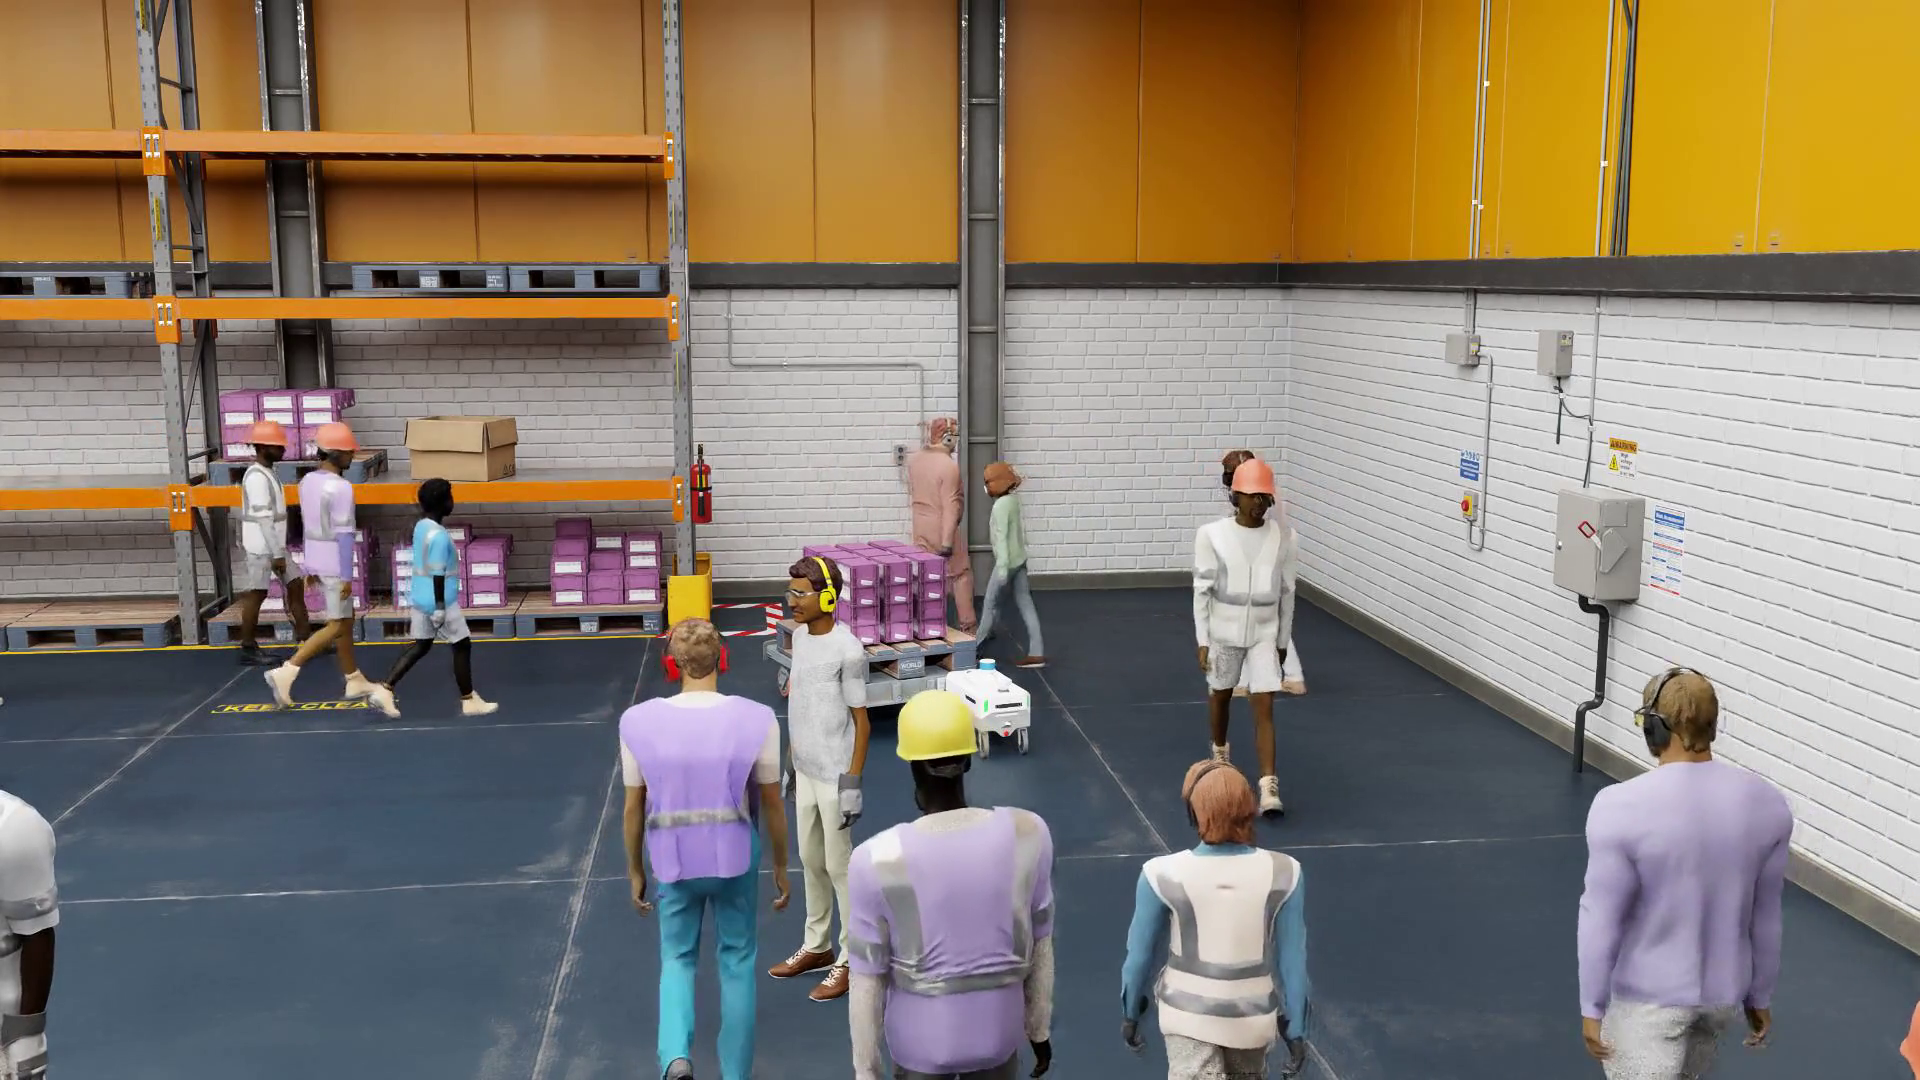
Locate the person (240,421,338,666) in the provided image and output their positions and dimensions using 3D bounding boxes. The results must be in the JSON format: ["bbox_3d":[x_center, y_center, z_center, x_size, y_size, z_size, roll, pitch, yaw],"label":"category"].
[{"bbox_3d":[-5.191,0.036,12.812,0.880,1.901,0.580,-2,9,-10],"label":"person"}]

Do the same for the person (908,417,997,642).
[{"bbox_3d":[-0.072,-0.060,13.486,0.798,1.880,0.642,-7,12,-38],"label":"person"}]

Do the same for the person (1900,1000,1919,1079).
[{"bbox_3d":[1.693,1.615,2.945,0.544,1.913,0.733,1,9,4],"label":"person"}]

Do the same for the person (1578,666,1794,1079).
[{"bbox_3d":[2.105,1.326,4.798,0.629,1.909,0.860,-2,9,-11],"label":"person"}]

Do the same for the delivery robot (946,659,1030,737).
[{"bbox_3d":[0.176,1.007,10.664,0.477,0.478,0.707,-3,10,-21],"label":"delivery robot"}]

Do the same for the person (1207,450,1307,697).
[{"bbox_3d":[2.167,0.252,11.857,0.688,1.793,0.642,3,10,21],"label":"person"}]

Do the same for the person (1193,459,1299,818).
[{"bbox_3d":[1.621,0.534,9.457,0.607,1.995,1.067,0,9,1],"label":"person"}]

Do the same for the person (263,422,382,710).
[{"bbox_3d":[-4.455,0.185,11.582,0.606,2.015,0.879,8,12,42],"label":"person"}]

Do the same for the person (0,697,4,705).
[{"bbox_3d":[-6.959,0.263,11.589,0.336,1.845,0.514,-6,11,-35],"label":"person"}]

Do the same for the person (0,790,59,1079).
[{"bbox_3d":[-2.795,1.319,4.641,0.602,1.958,0.381,3,10,18],"label":"person"}]

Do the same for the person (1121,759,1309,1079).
[{"bbox_3d":[0.756,1.445,4.999,0.529,1.584,0.881,-1,9,-7],"label":"person"}]

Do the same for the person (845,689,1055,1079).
[{"bbox_3d":[-0.010,1.358,4.546,0.605,1.909,0.563,-3,10,-17],"label":"person"}]

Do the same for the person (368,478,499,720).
[{"bbox_3d":[-3.608,0.405,11.250,0.801,1.667,0.528,-6,11,-34],"label":"person"}]

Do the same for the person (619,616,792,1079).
[{"bbox_3d":[-0.896,1.185,5.919,0.605,1.820,0.549,-1,9,-4],"label":"person"}]

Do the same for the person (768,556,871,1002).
[{"bbox_3d":[-0.589,0.988,6.987,0.315,1.870,0.532,-7,12,-38],"label":"person"}]

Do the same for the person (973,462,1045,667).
[{"bbox_3d":[0.304,0.190,12.794,0.813,1.582,0.538,3,10,19],"label":"person"}]
